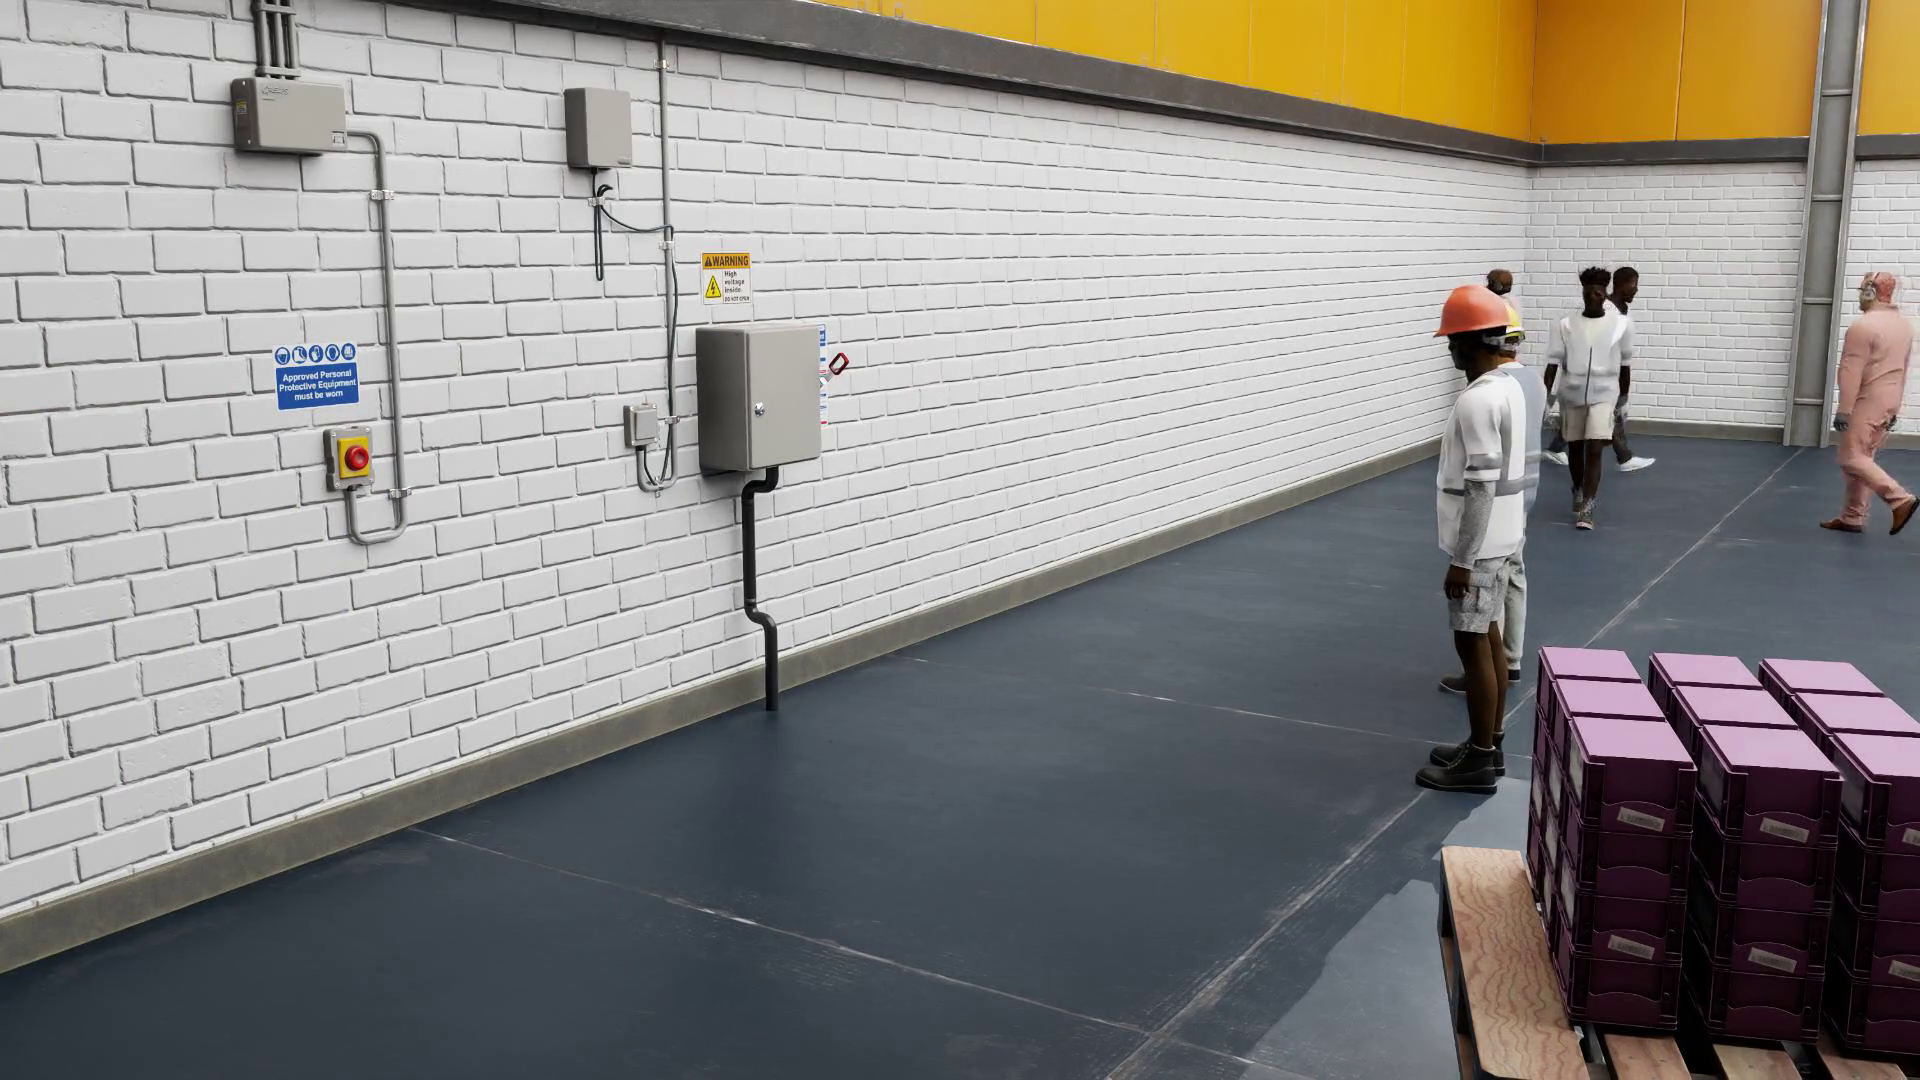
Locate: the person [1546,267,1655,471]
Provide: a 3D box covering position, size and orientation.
[{"bbox_3d":[5.888,-1.567,15.286,1.029,1.866,0.641,8,13,38],"label":"person"}]

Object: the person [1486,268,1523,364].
[{"bbox_3d":[5.263,-1.733,16.255,0.431,1.841,0.627,6,12,30],"label":"person"}]

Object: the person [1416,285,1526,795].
[{"bbox_3d":[1.944,0.003,6.354,0.373,1.930,0.552,5,12,28],"label":"person"}]

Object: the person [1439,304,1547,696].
[{"bbox_3d":[2.447,-0.185,7.678,0.403,1.828,0.595,9,14,42],"label":"person"}]

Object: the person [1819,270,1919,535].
[{"bbox_3d":[6.482,-0.950,11.742,0.648,1.892,0.679,-7,12,-34],"label":"person"}]

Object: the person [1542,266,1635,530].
[{"bbox_3d":[4.663,-1.072,12.389,0.618,1.912,1.034,5,11,24],"label":"person"}]
